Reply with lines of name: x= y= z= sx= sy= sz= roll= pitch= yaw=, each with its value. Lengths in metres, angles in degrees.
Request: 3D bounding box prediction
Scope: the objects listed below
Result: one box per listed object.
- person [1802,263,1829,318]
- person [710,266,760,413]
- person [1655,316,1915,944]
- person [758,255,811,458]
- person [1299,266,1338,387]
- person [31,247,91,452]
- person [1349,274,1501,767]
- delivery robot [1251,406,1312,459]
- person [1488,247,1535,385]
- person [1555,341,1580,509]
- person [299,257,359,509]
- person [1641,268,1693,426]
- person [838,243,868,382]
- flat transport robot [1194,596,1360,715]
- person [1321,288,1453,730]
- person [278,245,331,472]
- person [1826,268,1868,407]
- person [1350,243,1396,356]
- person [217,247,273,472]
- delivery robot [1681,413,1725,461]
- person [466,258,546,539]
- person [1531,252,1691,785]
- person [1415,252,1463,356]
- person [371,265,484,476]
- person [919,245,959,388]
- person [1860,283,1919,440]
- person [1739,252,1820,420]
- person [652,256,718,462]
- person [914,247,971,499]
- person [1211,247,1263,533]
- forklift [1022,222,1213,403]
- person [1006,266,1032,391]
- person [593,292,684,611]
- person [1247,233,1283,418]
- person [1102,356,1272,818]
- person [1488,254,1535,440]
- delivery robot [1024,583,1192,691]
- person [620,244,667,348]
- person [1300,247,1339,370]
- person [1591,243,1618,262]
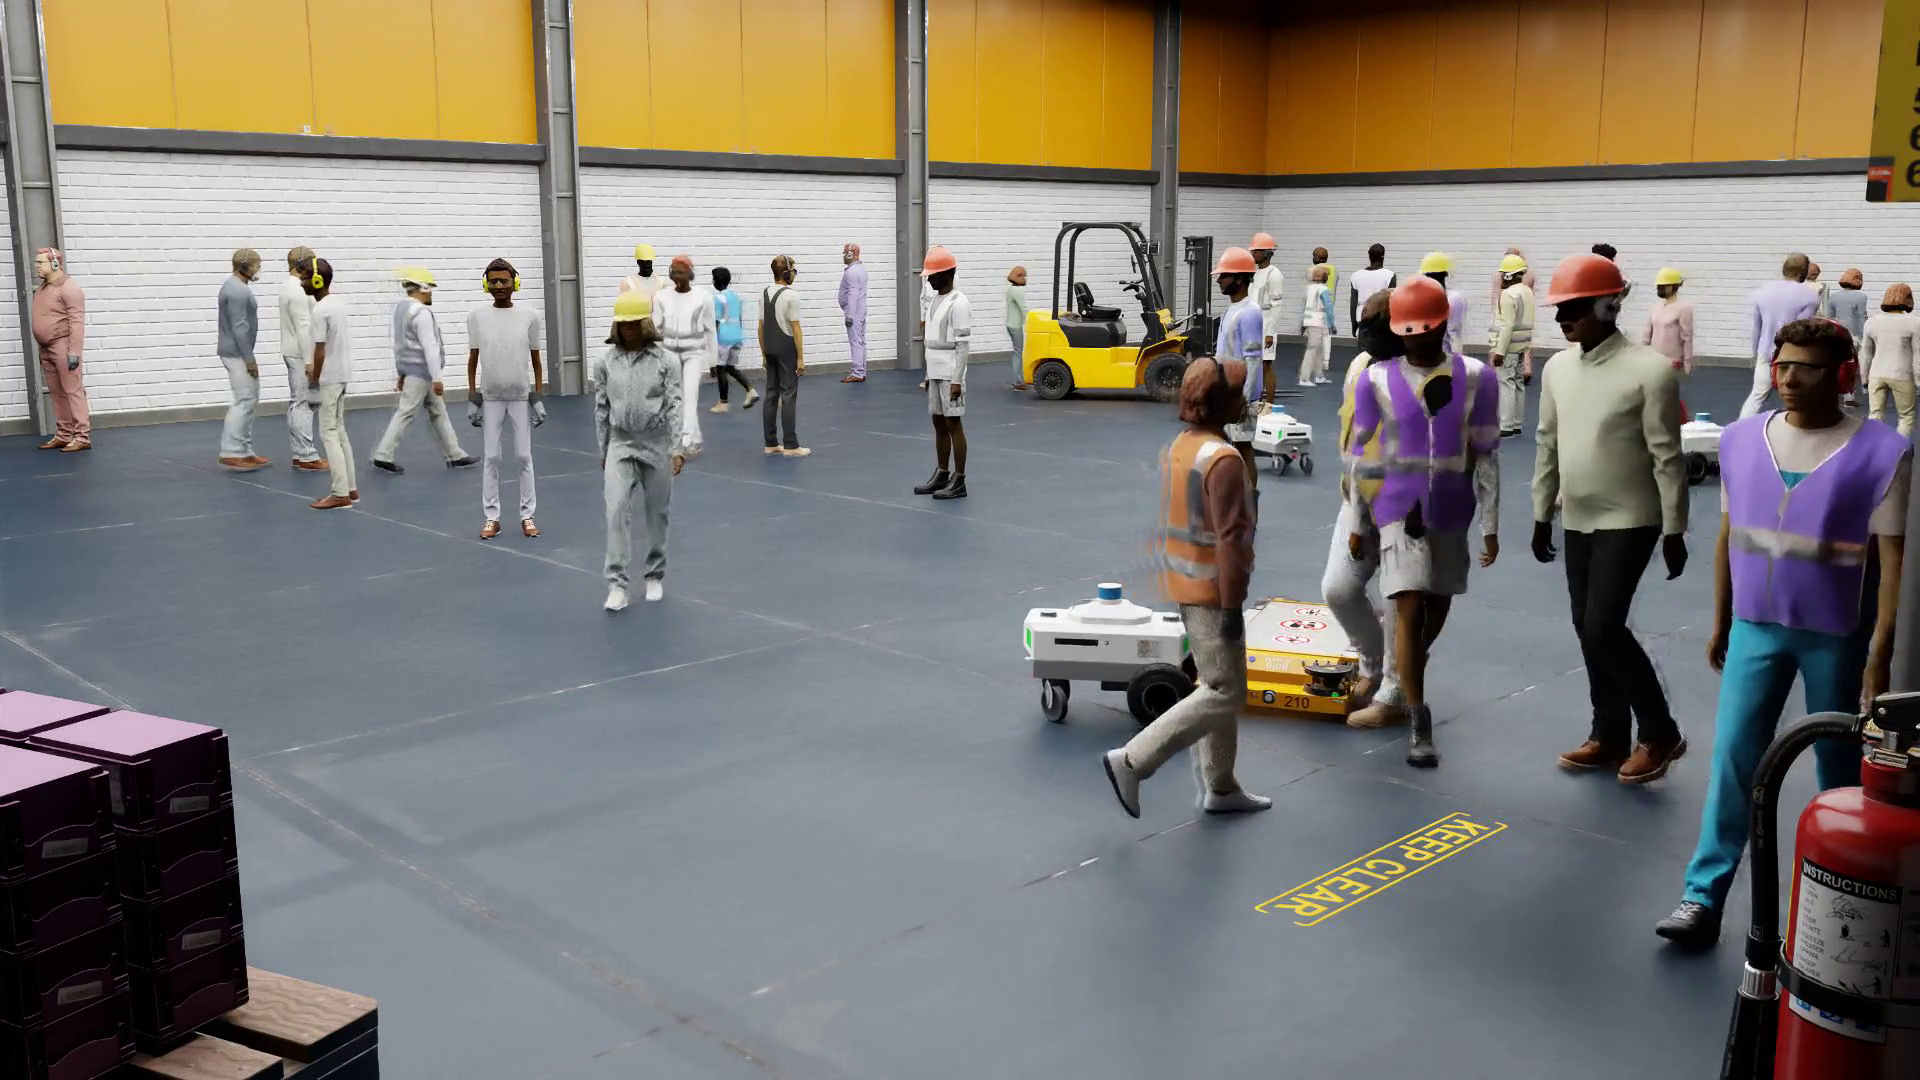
person: x=11.686 y=-2.990 z=22.946 sx=0.522 sy=1.638 sz=0.310 roll=5 pitch=11 yaw=25
person: x=-2.594 y=-2.269 z=18.898 sx=0.473 sy=1.676 sz=0.559 roll=5 pitch=11 yaw=24
person: x=2.412 y=0.258 z=4.807 sx=0.961 sy=1.791 sz=0.583 roll=-9 pitch=13 yaw=-39
person: x=-1.622 y=-1.673 z=15.199 sx=0.516 sy=1.843 sz=0.327 roll=9 pitch=13 yaw=39
person: x=4.841 y=-2.855 z=22.292 sx=0.698 sy=1.612 sz=0.521 roll=-3 pitch=11 yaw=-14
person: x=-8.475 y=-1.781 z=15.623 sx=0.644 sy=1.908 sz=0.408 roll=7 pitch=12 yaw=33
person: x=1.846 y=-0.123 z=6.654 sx=0.563 sy=1.887 sz=0.959 roll=1 pitch=10 yaw=7
delivery robot: x=2.726 y=-0.913 z=14.299 sx=0.477 sy=0.478 sz=0.707 roll=-2 pitch=10 yaw=-17
person: x=7.513 y=-3.047 z=22.652 sx=0.648 sy=1.868 sz=0.983 roll=-2 pitch=11 yaw=-10
person: x=4.622 y=-1.052 z=12.311 sx=0.759 sy=1.646 sz=0.627 roll=-1 pitch=10 yaw=-4
person: x=-4.701 y=-1.158 z=12.359 sx=0.341 sy=1.860 sz=0.531 roll=-1 pitch=10 yaw=-3
person: x=6.679 y=-1.718 z=15.798 sx=0.923 sy=1.714 sz=0.547 roll=-3 pitch=11 yaw=-15
person: x=-1.485 y=-3.131 z=22.984 sx=0.401 sy=1.910 sz=0.640 roll=2 pitch=11 yaw=10
flat transport robot: x=1.570 y=0.500 z=7.646 sx=0.652 sy=0.197 sz=1.431 roll=4 pitch=11 yaw=22
person: x=1.749 y=-0.106 z=6.747 sx=0.448 sy=1.815 sz=0.653 roll=-5 pitch=12 yaw=-27
person: x=-5.639 y=-1.551 z=14.291 sx=0.370 sy=1.937 sz=0.627 roll=-6 pitch=12 yaw=-29
person: x=10.504 y=-2.394 z=19.710 sx=0.278 sy=1.633 sz=0.499 roll=-5 pitch=12 yaw=-27
person: x=5.031 y=-2.638 z=20.258 sx=0.587 sy=1.920 sz=0.391 roll=7 pitch=13 yaw=35
person: x=-6.226 y=-1.547 z=14.318 sx=0.501 sy=1.916 sz=0.708 roll=-5 pitch=11 yaw=-23
delivery robot: x=6.110 y=-0.804 z=13.726 sx=0.707 sy=0.478 sz=0.477 roll=-3 pitch=11 yaw=-17
person: x=-3.041 y=-0.940 z=11.134 sx=0.510 sy=1.872 sz=0.327 roll=-3 pitch=11 yaw=-14
person: x=2.358 y=-0.075 z=6.180 sx=0.508 sy=1.960 sz=0.639 roll=-4 pitch=11 yaw=-19
person: x=4.071 y=-1.539 z=14.392 sx=1.019 sy=1.866 sz=0.612 roll=-1 pitch=10 yaw=-4
person: x=-4.597 y=-1.437 z=14.121 sx=0.971 sy=1.784 sz=0.606 roll=-7 pitch=12 yaw=-32
person: x=-0.284 y=-2.938 z=21.987 sx=0.573 sy=1.887 sz=0.356 roll=6 pitch=12 yaw=29
person: x=7.771 y=-1.325 z=13.883 sx=0.284 sy=1.626 sz=0.526 roll=-8 pitch=13 yaw=-37
person: x=7.368 y=-1.644 z=14.983 sx=1.061 sy=1.889 sz=0.646 roll=-7 pitch=12 yaw=-32
person: x=-2.517 y=-1.636 z=15.041 sx=0.580 sy=1.827 sz=0.997 roll=3 pitch=11 yaw=14
person: x=-0.133 y=-1.278 z=12.819 sx=0.366 sy=1.930 sz=0.542 roll=-6 pitch=12 yaw=-28
person: x=1.865 y=-1.003 z=11.290 sx=0.366 sy=1.939 sz=0.542 roll=-1 pitch=10 yaw=-3
forklift: x=1.935 y=-2.847 z=20.651 sx=2.313 sy=2.155 sz=1.214 roll=2 pitch=11 yaw=13
person: x=0.783 y=-2.765 z=21.777 sx=0.355 sy=1.622 sz=0.506 roll=-1 pitch=10 yaw=-7
person: x=-1.741 y=-0.469 z=9.001 sx=0.491 sy=1.716 sz=0.768 roll=-1 pitch=10 yaw=-5
person: x=3.266 y=-2.300 z=18.080 sx=0.371 sy=2.044 sz=0.607 roll=-3 pitch=11 yaw=-16
person: x=0.799 y=0.186 z=5.654 sx=0.588 sy=1.620 sz=0.520 roll=-2 pitch=10 yaw=-8
person: x=5.456 y=-1.910 z=16.528 sx=0.404 sy=1.830 sz=0.601 roll=8 pitch=13 yaw=39
delivery robot: x=0.628 y=0.425 z=7.026 sx=0.707 sy=0.478 sz=0.477 roll=2 pitch=11 yaw=9
person: x=-3.485 y=-2.321 z=18.508 sx=0.594 sy=1.926 sz=0.366 roll=-9 pitch=14 yaw=-42
person: x=5.392 y=-3.476 z=25.044 sx=0.631 sy=1.843 sz=0.429 roll=-7 pitch=13 yaw=-35
person: x=6.534 y=-2.104 z=17.285 sx=0.455 sy=1.941 sz=0.633 roll=2 pitch=11 yaw=9
